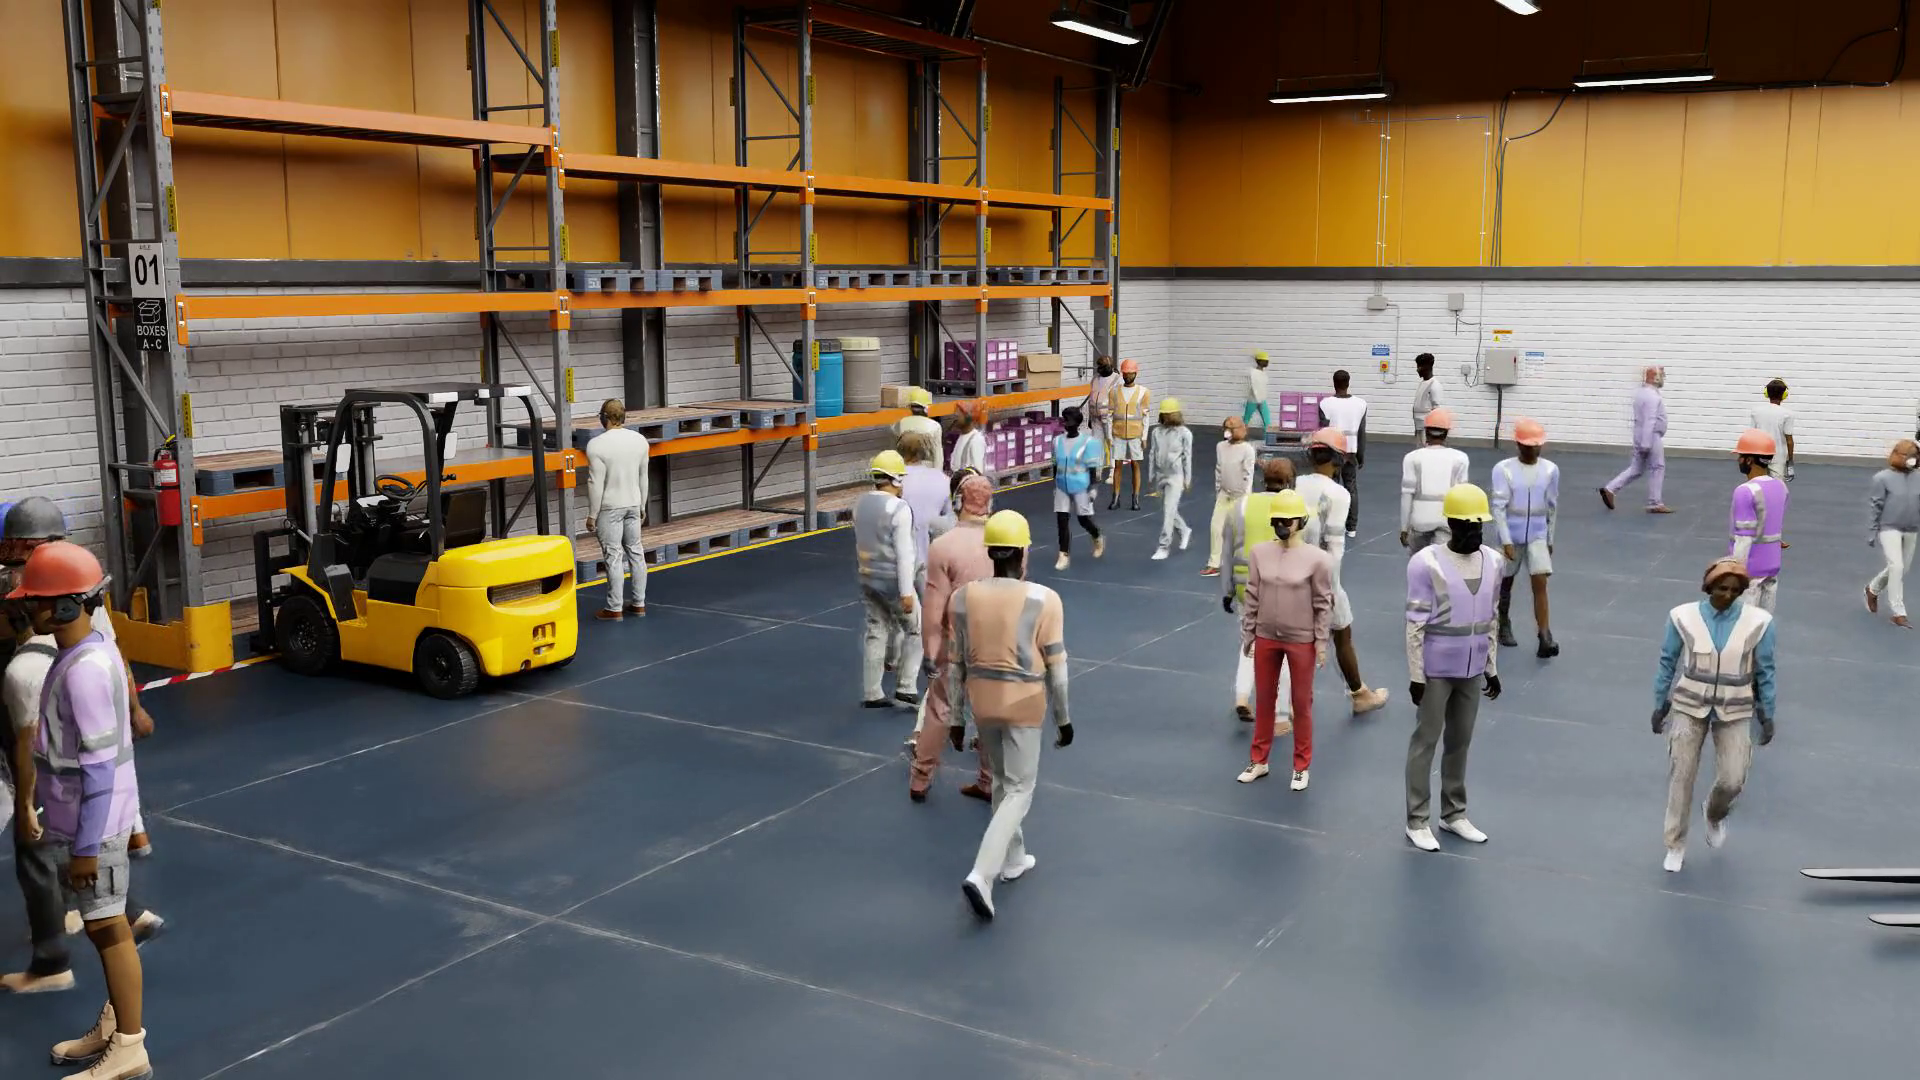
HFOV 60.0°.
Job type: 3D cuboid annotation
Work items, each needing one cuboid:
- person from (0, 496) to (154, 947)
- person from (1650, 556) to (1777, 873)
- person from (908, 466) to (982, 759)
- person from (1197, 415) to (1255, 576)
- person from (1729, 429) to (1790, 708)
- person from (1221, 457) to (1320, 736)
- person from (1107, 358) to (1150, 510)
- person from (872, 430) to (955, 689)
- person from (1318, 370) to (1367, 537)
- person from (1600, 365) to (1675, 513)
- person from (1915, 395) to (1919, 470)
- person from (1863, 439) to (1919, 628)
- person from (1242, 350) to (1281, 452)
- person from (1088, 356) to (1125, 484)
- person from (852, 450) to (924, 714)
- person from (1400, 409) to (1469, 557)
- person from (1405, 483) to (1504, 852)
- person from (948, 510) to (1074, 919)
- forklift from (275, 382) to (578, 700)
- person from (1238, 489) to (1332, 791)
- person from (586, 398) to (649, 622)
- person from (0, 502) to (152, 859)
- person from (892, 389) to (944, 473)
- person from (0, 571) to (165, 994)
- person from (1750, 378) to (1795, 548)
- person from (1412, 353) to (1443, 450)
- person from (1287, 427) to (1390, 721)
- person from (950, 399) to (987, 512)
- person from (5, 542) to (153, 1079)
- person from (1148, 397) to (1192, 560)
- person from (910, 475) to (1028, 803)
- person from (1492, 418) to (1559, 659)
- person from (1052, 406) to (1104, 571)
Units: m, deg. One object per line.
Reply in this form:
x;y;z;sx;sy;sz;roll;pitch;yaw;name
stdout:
-4.102;0.766;7.692;0.694;2.000;0.926;3;9;15;person
3.781;0.866;8.361;0.587;1.622;0.459;4;10;23;person
-0.027;0.462;10.232;0.527;1.839;0.880;6;11;32;person
2.629;-0.417;16.386;0.695;1.604;0.529;-8;12;-39;person
5.492;0.195;11.575;0.546;1.939;0.375;-7;11;-35;person
2.034;0.367;10.910;0.650;1.814;0.446;4;10;25;person
2.135;-1.345;21.176;0.544;1.943;0.347;2;9;13;person
-0.325;0.140;12.130;0.654;1.883;1.052;-3;10;-18;person
4.348;-0.979;18.974;0.597;1.915;0.371;-2;9;-14;person
8.564;-1.264;20.904;0.820;1.880;0.640;1;9;7;person
13.695;-1.515;23.337;0.528;1.599;0.865;7;12;38;person
8.089;-0.089;14.381;0.511;1.603;0.756;-1;9;-4;person
5.029;-2.365;28.250;0.517;1.717;0.938;-8;12;-39;person
2.085;-1.727;23.892;0.619;1.840;0.430;8;12;41;person
-0.440;0.289;11.392;0.583;1.806;0.605;-7;12;-39;person
3.987;-0.163;14.030;0.536;1.876;1.040;2;9;14;person
2.599;0.657;8.726;0.588;1.928;0.383;-4;10;-22;person
0.194;0.804;7.922;0.586;1.894;0.887;5;11;30;person
-3.974;-0.067;12.417;2.313;2.155;1.214;5;11;30;forklift
1.896;0.580;9.711;0.525;1.769;0.327;6;11;33;person
-2.971;-0.261;14.423;0.370;1.941;0.627;8;12;41;person
-4.651;0.738;8.343;1.051;1.878;0.615;-1;9;-7;person
-0.388;-0.703;17.613;0.621;1.793;0.872;4;10;23;person
-3.734;1.008;6.890;0.530;1.819;0.565;-1;9;-8;person
8.906;-0.841;18.259;0.314;1.869;0.535;-7;11;-35;person
6.217;-1.519;22.214;0.381;1.958;0.602;-1;9;-3;person
2.468;0.236;11.179;0.981;1.981;0.610;-6;11;-32;person
0.138;-0.399;15.566;0.884;1.855;0.584;-3;10;-18;person
-3.226;1.017;6.120;0.373;2.044;0.608;-5;10;-29;person
2.264;-0.678;17.720;0.493;1.714;0.785;8;12;40;person
0.021;0.566;9.431;0.672;1.888;0.573;-5;11;-30;person
4.452;-0.019;13.087;0.542;1.872;1.029;1;9;3;person
1.205;-0.546;17.017;0.543;1.681;0.670;6;11;33;person
